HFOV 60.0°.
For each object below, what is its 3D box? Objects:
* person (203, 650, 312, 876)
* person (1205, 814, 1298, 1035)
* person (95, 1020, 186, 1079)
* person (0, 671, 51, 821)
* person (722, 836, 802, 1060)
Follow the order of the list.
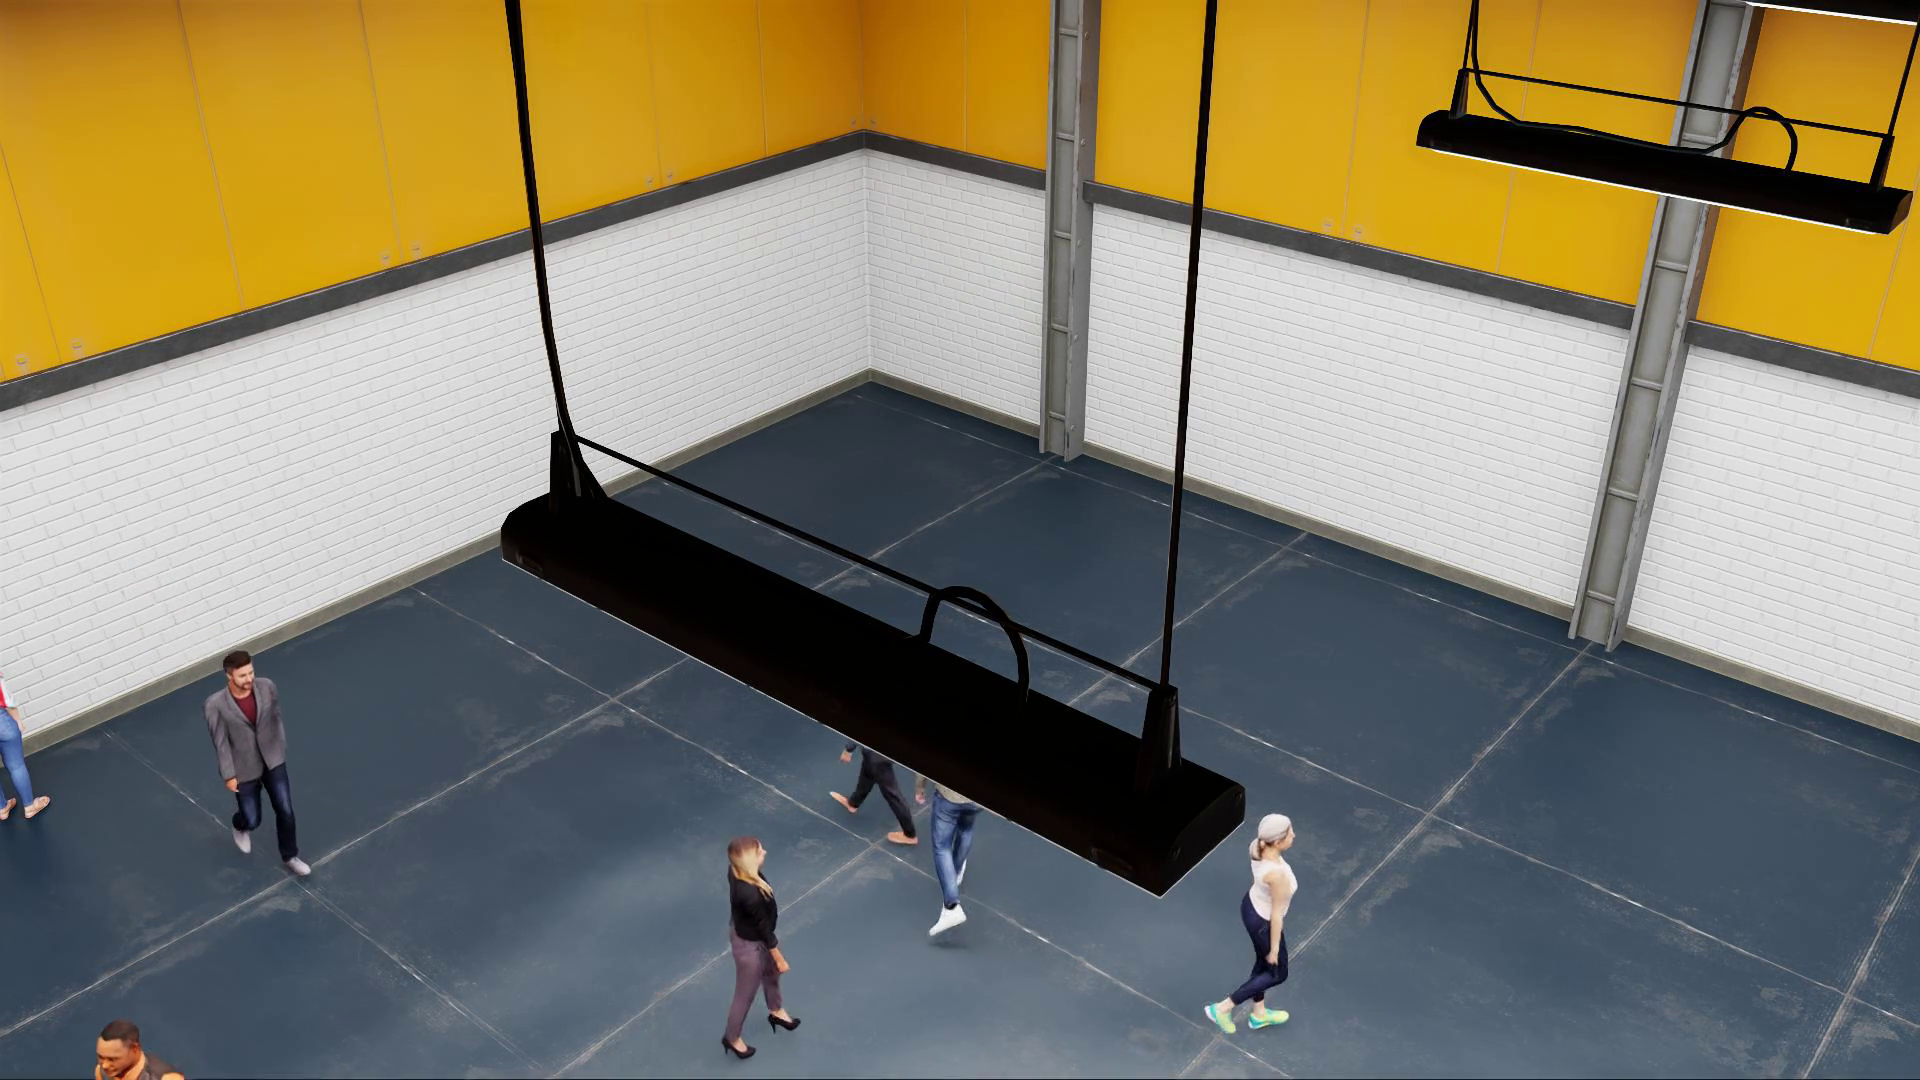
[{"bbox_3d":[-5.019,1.559,11.758,0.958,1.851,0.726,25,38,38],"label":"person"},{"bbox_3d":[1.817,2.414,10.358,0.936,1.690,0.897,-5,29,-9],"label":"person"},{"bbox_3d":[-4.113,3.174,8.759,0.861,1.888,0.923,7,29,13],"label":"person"},{"bbox_3d":[-7.203,1.369,12.352,0.657,1.615,0.724,-1,29,-2],"label":"person"},{"bbox_3d":[-1.371,2.525,10.193,0.865,1.653,0.828,-7,29,-13],"label":"person"}]
